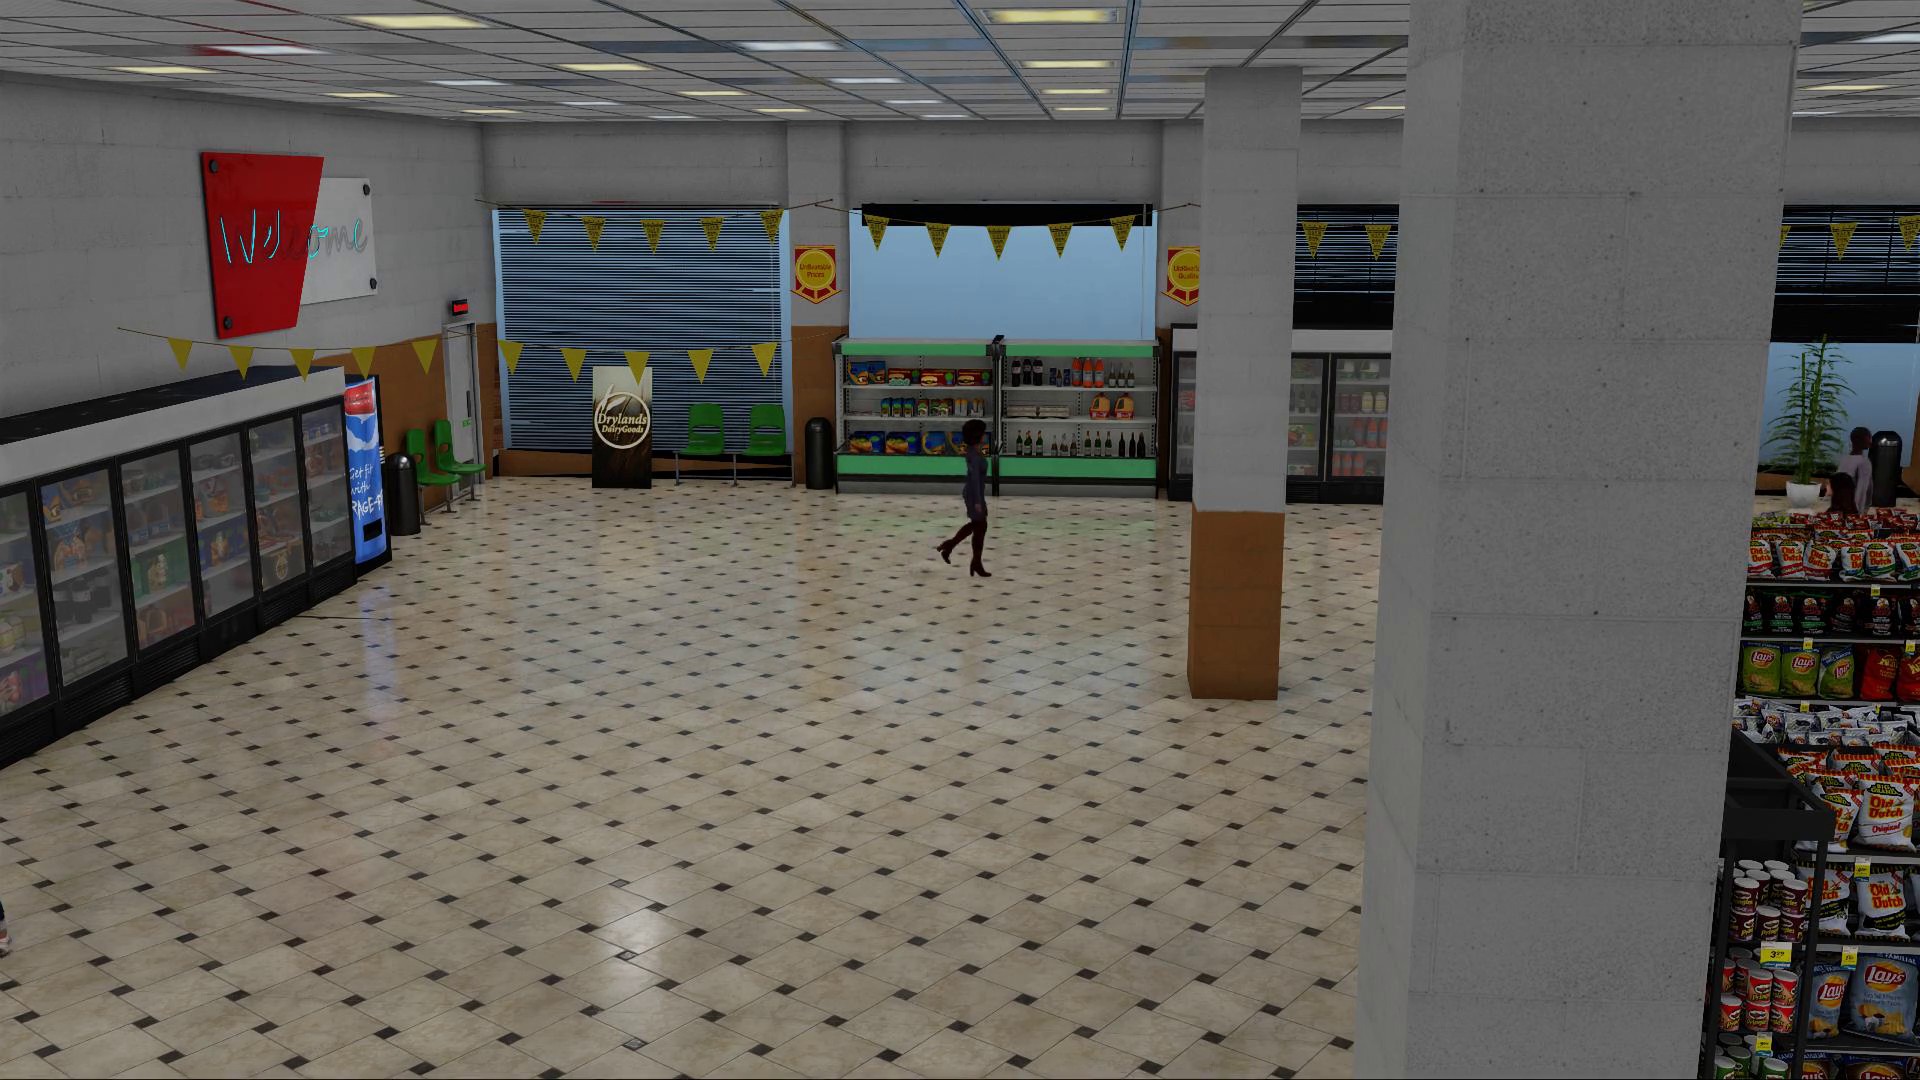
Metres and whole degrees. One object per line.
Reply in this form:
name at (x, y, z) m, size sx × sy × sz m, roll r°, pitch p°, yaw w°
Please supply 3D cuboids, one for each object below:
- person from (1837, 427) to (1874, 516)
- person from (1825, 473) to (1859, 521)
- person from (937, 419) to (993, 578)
person at (8.859, -0.248, 16.715) m, size 1.036 × 1.749 × 0.769 m, roll -1°, pitch 12°, yaw -7°
person at (7.882, 0.227, 14.808) m, size 1.075 × 1.606 × 1.132 m, roll -10°, pitch 15°, yaw -38°
person at (0.080, -0.433, 17.727) m, size 0.847 × 1.695 × 0.663 m, roll -1°, pitch 12°, yaw -3°
